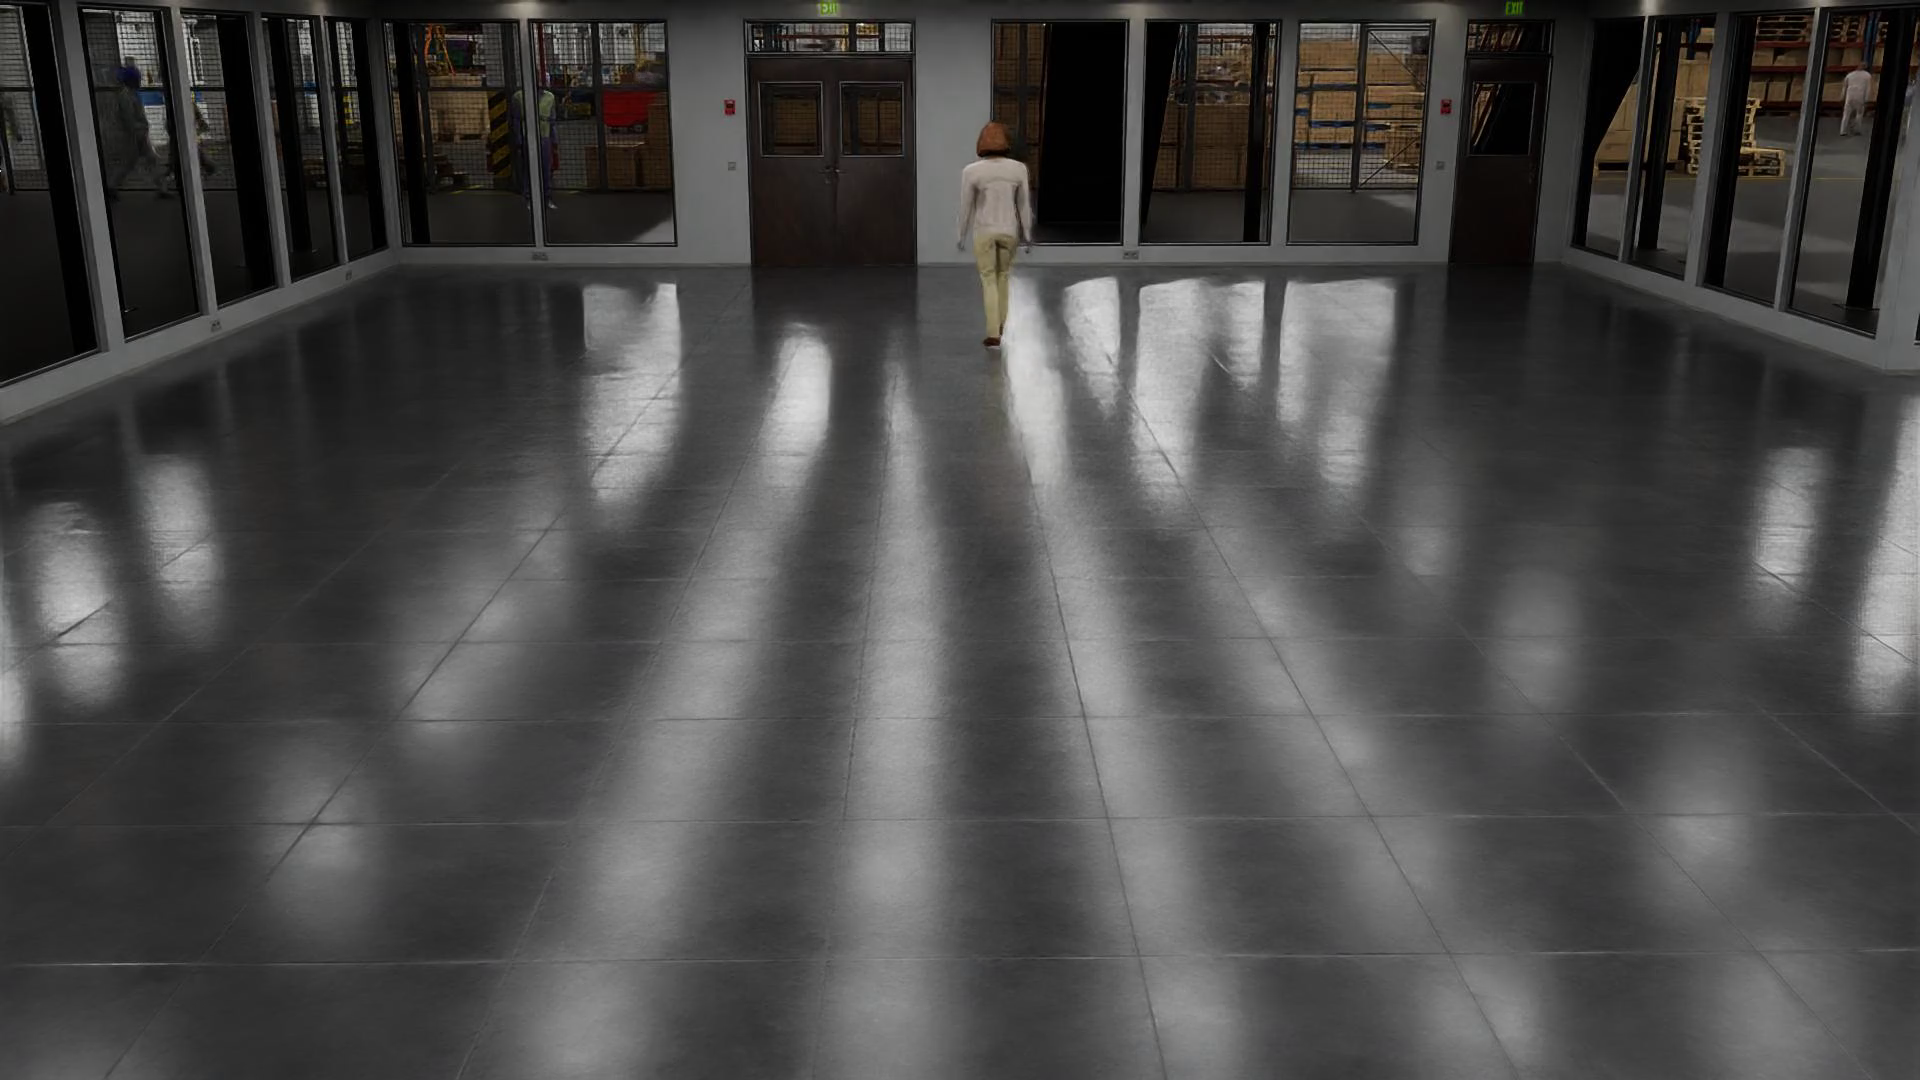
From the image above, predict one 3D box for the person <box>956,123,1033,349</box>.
[{"bbox_3d":[0.235,-2.243,12.253,0.542,1.606,0.697,-5,17,-16],"label":"person"}]
